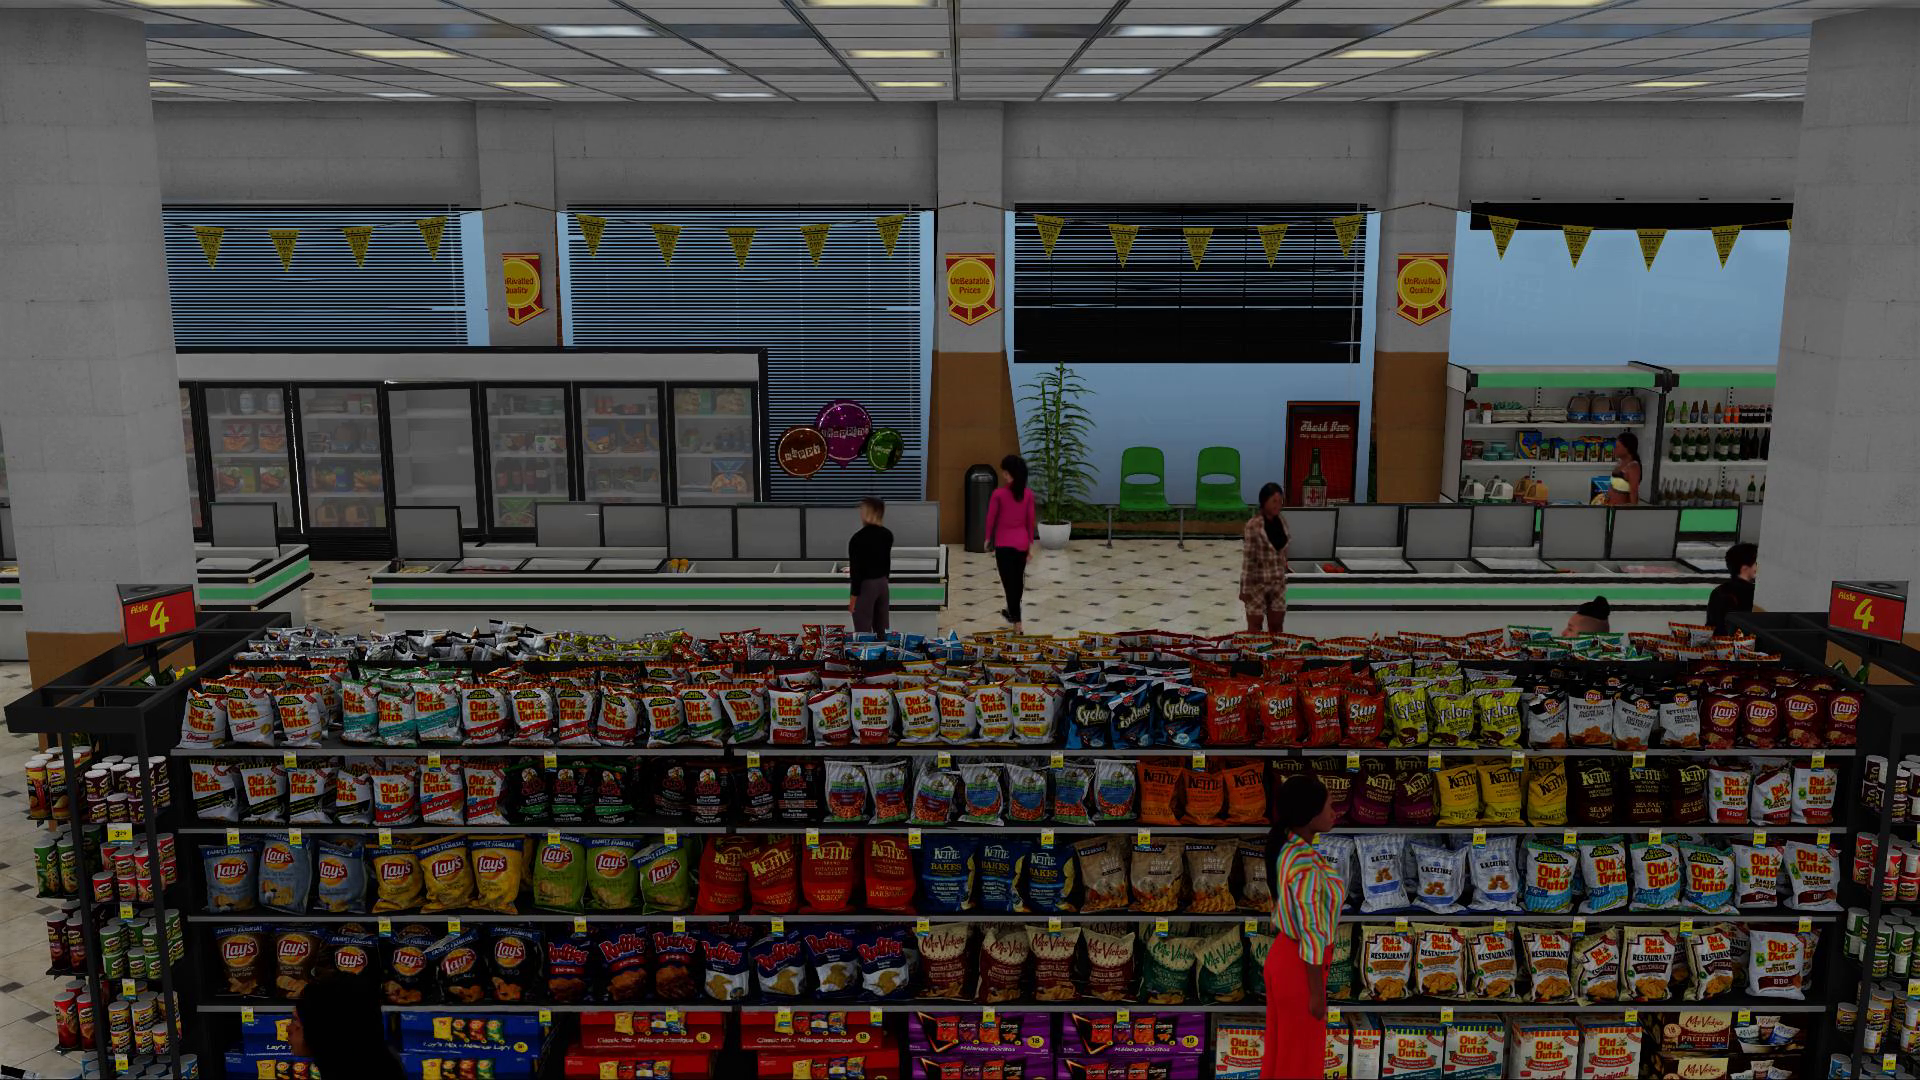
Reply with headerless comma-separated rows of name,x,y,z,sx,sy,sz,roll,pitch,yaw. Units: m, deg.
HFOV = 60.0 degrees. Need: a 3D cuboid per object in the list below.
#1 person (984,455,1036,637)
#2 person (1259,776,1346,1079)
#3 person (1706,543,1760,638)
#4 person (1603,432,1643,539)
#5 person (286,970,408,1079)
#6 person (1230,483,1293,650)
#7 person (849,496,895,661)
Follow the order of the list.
person,0.494,0.111,15.040,1.100,1.655,0.911,-4,13,-20
person,1.349,1.799,6.684,0.565,1.794,0.617,-2,12,-8
person,4.906,0.921,10.779,0.838,1.825,0.805,2,12,12
person,6.580,-0.166,16.229,1.209,1.707,0.684,2,12,9
person,-1.681,2.157,5.009,1.179,1.785,0.726,-1,12,-6
person,2.384,0.409,13.337,0.994,1.772,0.924,-6,13,-28
person,-0.706,0.464,13.312,0.728,1.675,0.685,10,15,38
